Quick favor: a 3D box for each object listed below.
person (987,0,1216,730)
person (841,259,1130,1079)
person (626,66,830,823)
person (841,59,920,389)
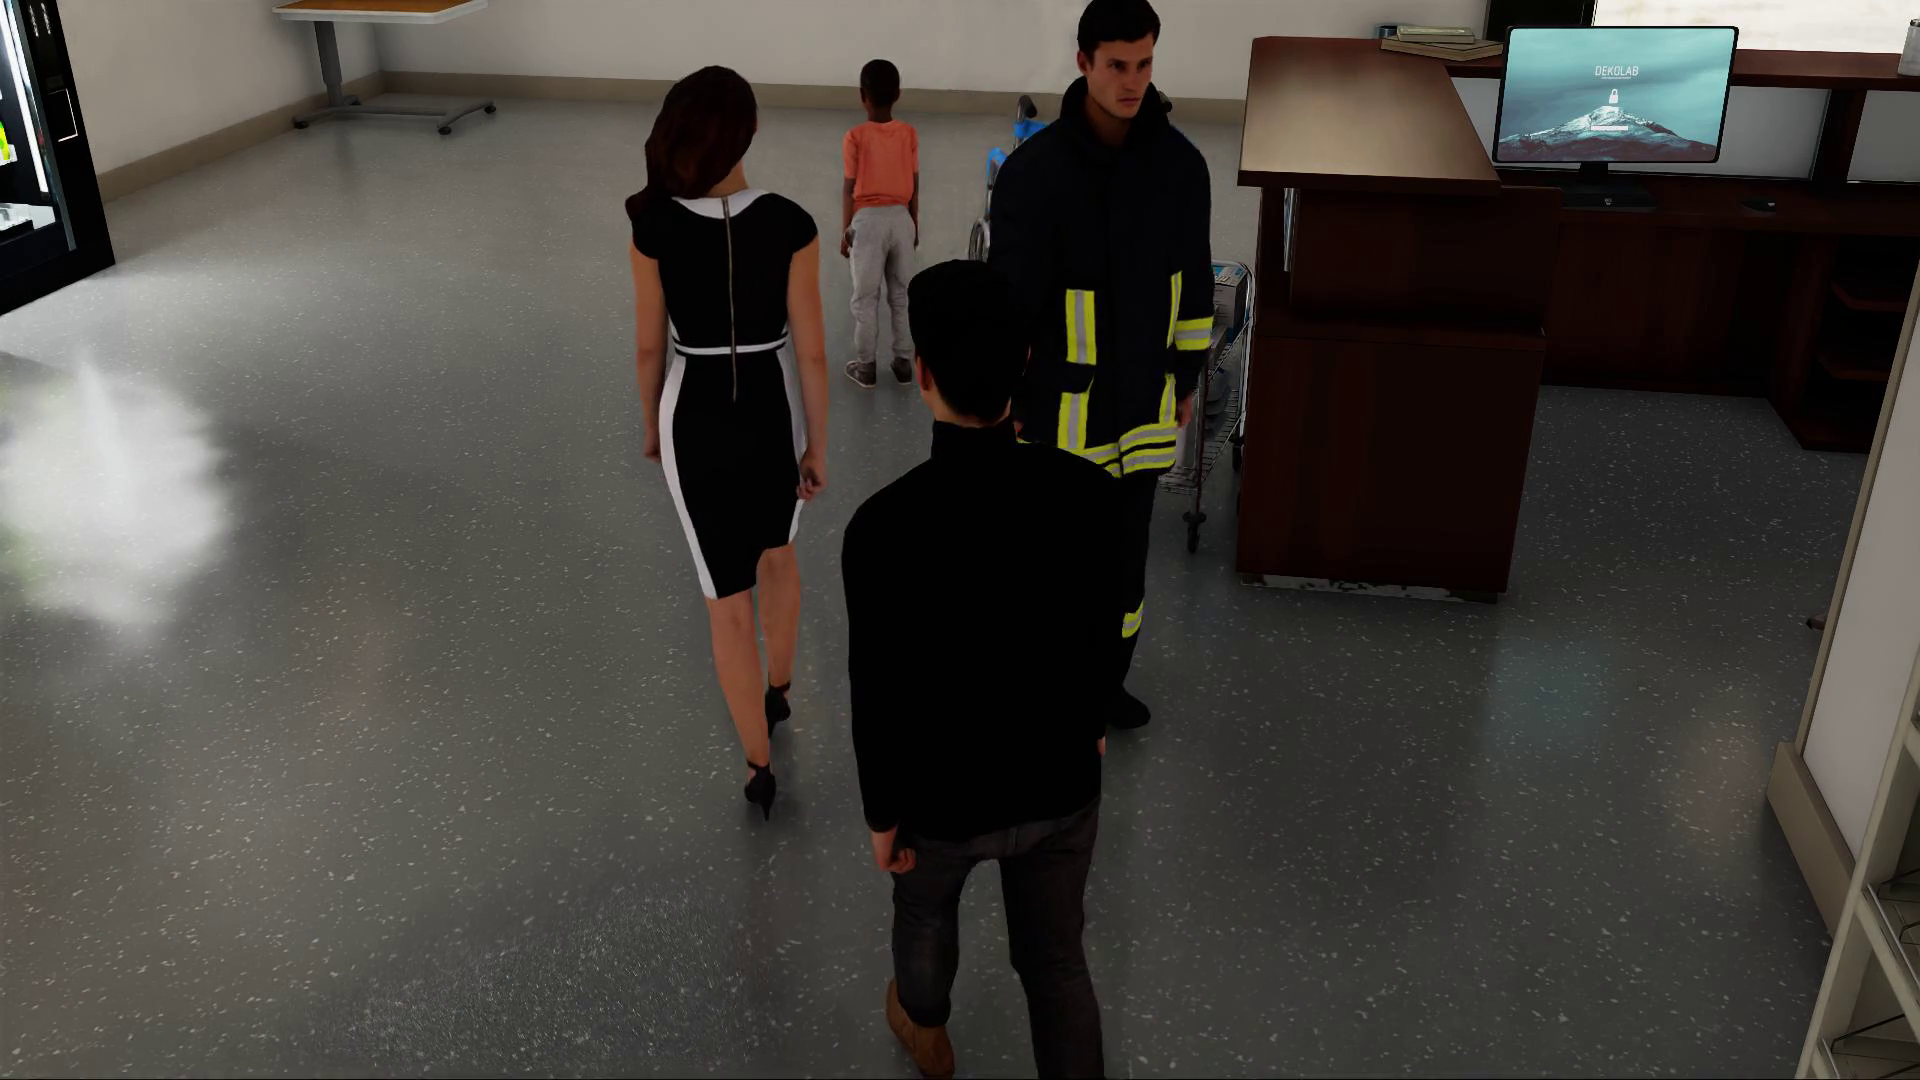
[{"bbox_3d":[0.306,-0.442,4.299,1.066,1.905,1.155,-11,28,-21],"label":"person"},{"bbox_3d":[0.087,0.406,2.769,0.938,1.706,1.174,-6,26,-12],"label":"person"},{"bbox_3d":[-0.505,-0.144,3.827,0.753,1.778,0.893,-6,26,-13],"label":"person"},{"bbox_3d":[-0.309,-1.258,6.676,0.560,1.310,0.601,-9,27,-18],"label":"person"}]
